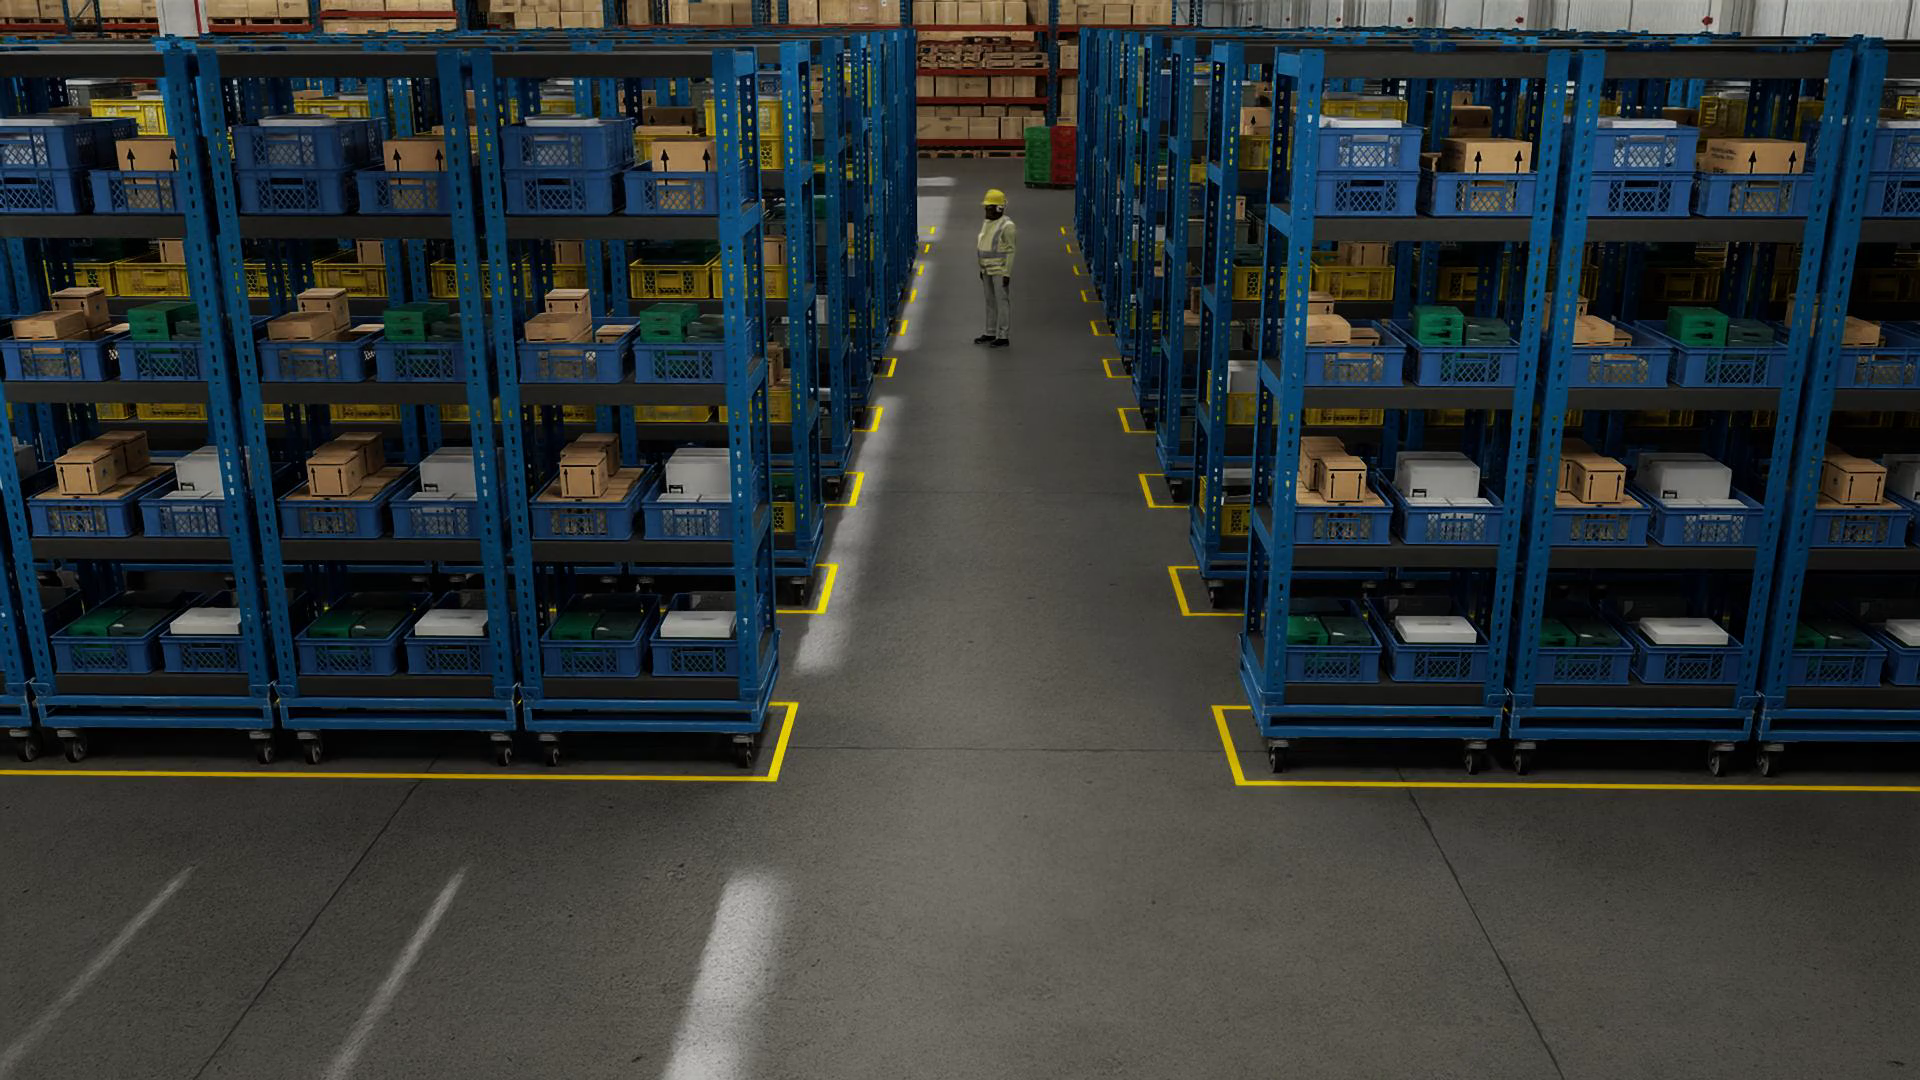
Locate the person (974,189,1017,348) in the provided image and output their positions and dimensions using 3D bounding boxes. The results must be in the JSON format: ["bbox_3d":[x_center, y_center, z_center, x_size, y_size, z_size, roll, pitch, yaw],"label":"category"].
[{"bbox_3d":[0.405,-3.176,19.483,0.403,1.833,0.586,-11,20,-31],"label":"person"}]
